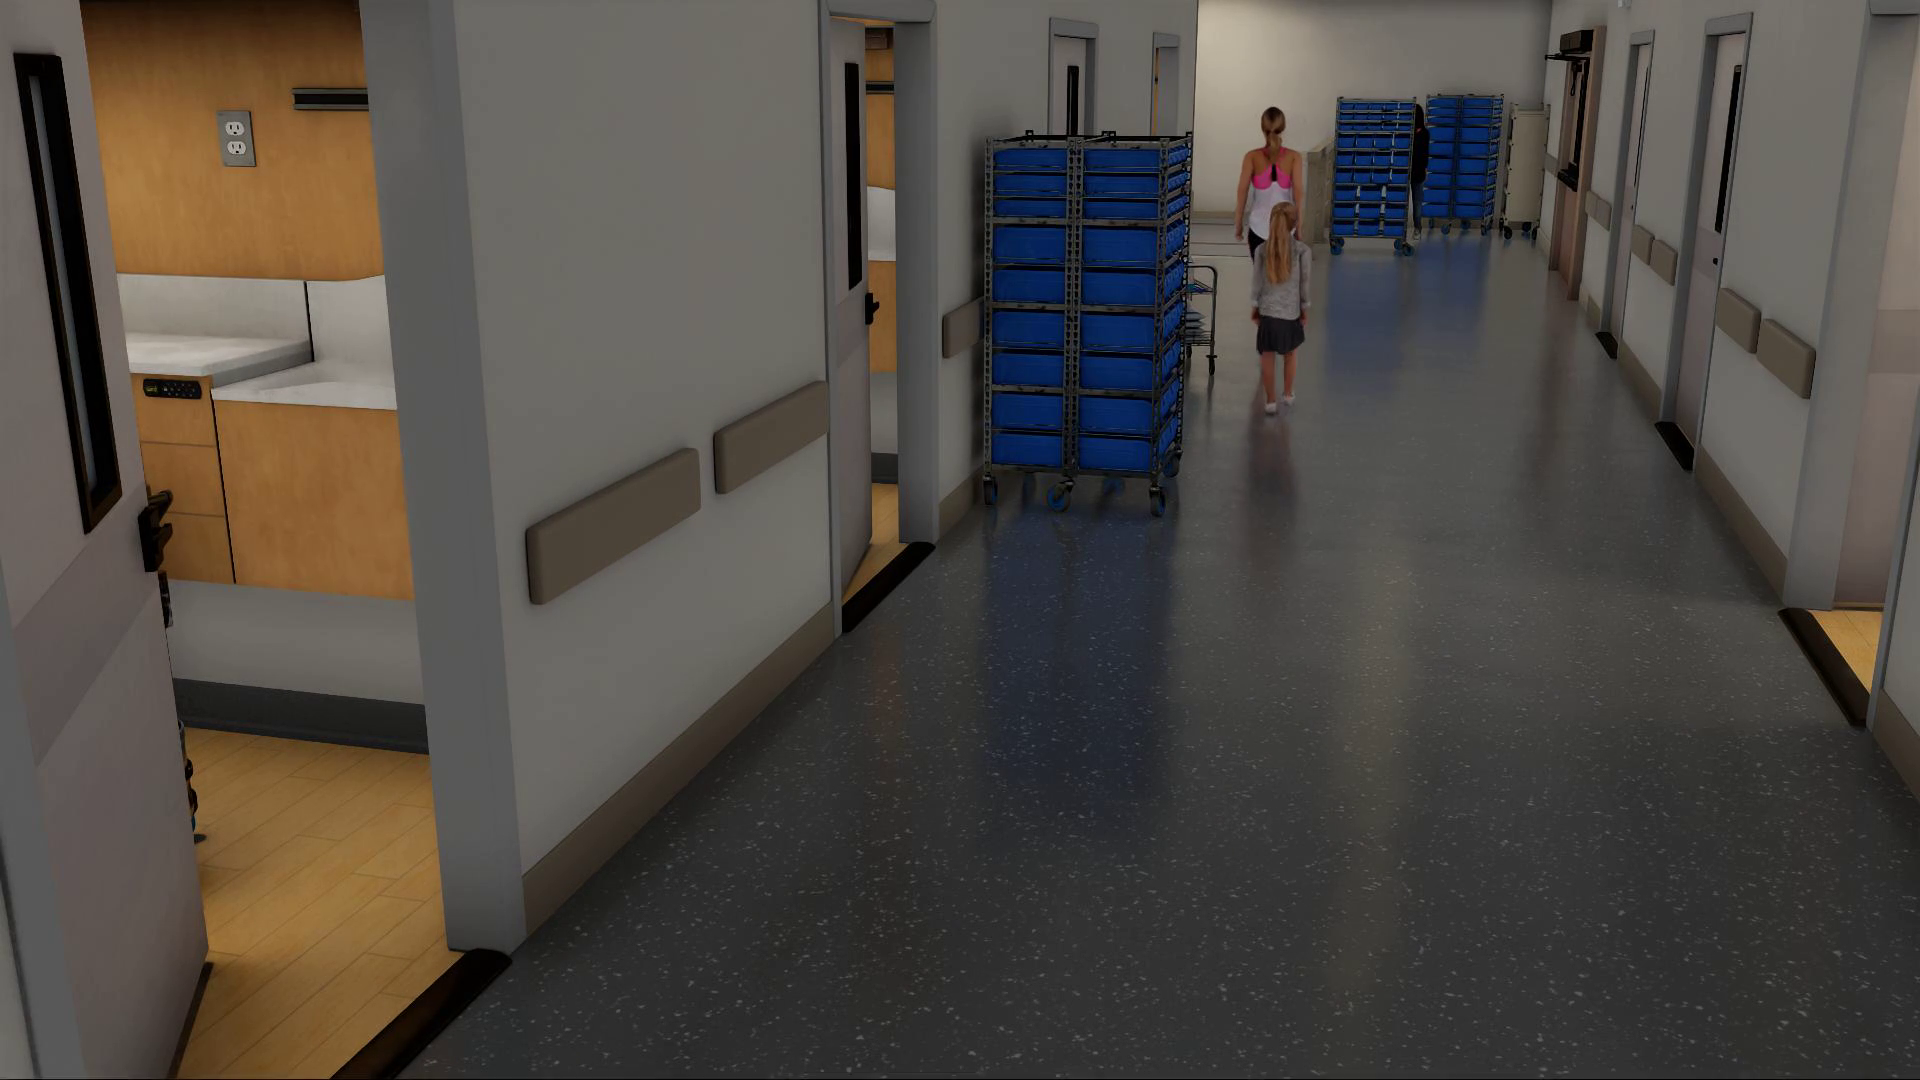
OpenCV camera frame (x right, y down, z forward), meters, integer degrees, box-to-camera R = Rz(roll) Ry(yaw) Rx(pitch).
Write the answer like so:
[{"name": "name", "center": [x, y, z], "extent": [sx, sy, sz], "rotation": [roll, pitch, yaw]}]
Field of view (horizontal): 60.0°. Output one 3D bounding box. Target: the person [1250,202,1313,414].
[{"name": "person", "center": [1.936, -1.396, 10.071], "extent": [0.533, 1.265, 0.678], "rotation": [3, 16, 12]}]

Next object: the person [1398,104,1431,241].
[{"name": "person", "center": [5.604, -4.569, 20.638], "extent": [0.614, 1.647, 0.596], "rotation": [0, 16, 0]}]

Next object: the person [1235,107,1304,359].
[{"name": "person", "center": [2.229, -2.170, 11.918], "extent": [0.683, 1.761, 0.929], "rotation": [3, 16, 9]}]
